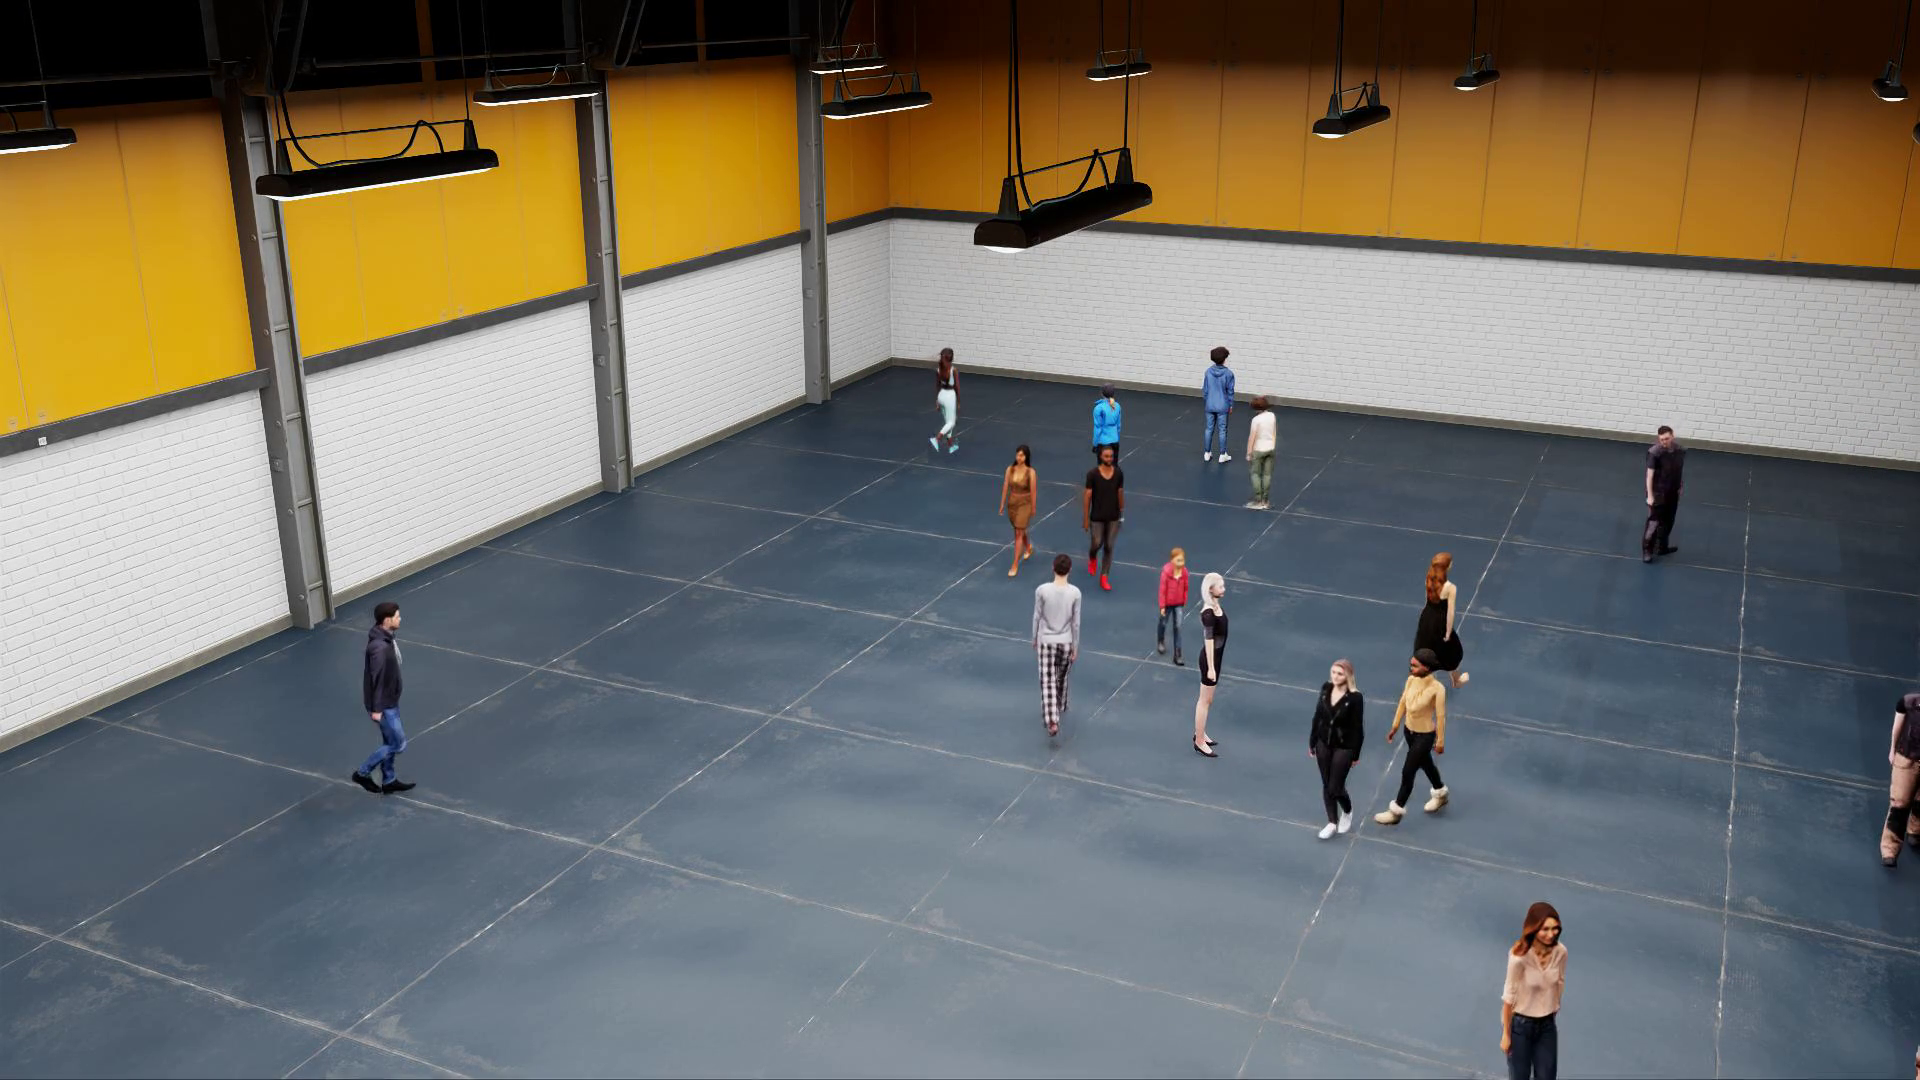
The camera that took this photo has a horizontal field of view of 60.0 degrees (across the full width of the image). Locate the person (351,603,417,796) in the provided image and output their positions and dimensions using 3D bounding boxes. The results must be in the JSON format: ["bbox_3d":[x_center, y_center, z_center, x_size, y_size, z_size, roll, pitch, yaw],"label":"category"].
[{"bbox_3d":[-5.342,1.488,15.117,0.999,1.862,0.942,-5,19,-16],"label":"person"}]

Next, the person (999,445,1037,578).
[{"bbox_3d":[0.787,-0.406,21.076,0.640,1.650,1.100,11,21,29],"label":"person"}]

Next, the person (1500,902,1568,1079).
[{"bbox_3d":[3.577,3.058,10.584,0.760,1.780,0.824,-3,19,-9],"label":"person"}]

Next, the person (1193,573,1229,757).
[{"bbox_3d":[2.418,1.182,16.076,0.692,1.830,0.517,4,19,11],"label":"person"}]

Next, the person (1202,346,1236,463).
[{"bbox_3d":[4.020,-2.122,25.917,0.686,1.811,0.583,10,21,28],"label":"person"}]

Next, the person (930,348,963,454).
[{"bbox_3d":[-0.229,-2.144,26.144,0.714,1.708,1.057,13,23,35],"label":"person"}]

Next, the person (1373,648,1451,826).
[{"bbox_3d":[4.158,1.730,14.793,1.137,1.612,1.046,-9,21,-25],"label":"person"}]

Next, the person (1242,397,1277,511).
[{"bbox_3d":[4.319,-1.251,23.610,0.711,1.633,0.799,-3,19,-10],"label":"person"}]

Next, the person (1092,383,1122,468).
[{"bbox_3d":[2.101,-1.360,23.681,0.660,1.795,0.749,-9,21,-26],"label":"person"}]

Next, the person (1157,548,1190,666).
[{"bbox_3d":[2.311,0.696,18.374,0.831,1.285,0.991,-3,19,-8],"label":"person"}]

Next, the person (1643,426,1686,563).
[{"bbox_3d":[9.063,-0.605,21.403,0.925,1.817,1.036,-13,22,-33],"label":"person"}]

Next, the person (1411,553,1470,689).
[{"bbox_3d":[4.859,0.928,17.208,1.101,1.589,0.852,-15,24,-38],"label":"person"}]

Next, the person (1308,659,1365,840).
[{"bbox_3d":[3.326,1.799,14.496,0.746,1.670,0.713,-17,25,-41],"label":"person"}]

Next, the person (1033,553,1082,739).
[{"bbox_3d":[0.949,1.072,16.446,0.984,1.803,1.247,-1,19,-3],"label":"person"}]

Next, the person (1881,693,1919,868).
[{"bbox_3d":[8.190,1.859,14.127,0.682,1.792,1.155,9,20,24],"label":"person"}]

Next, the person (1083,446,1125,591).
[{"bbox_3d":[1.761,-0.309,20.559,0.923,1.795,1.011,-4,19,-11],"label":"person"}]
